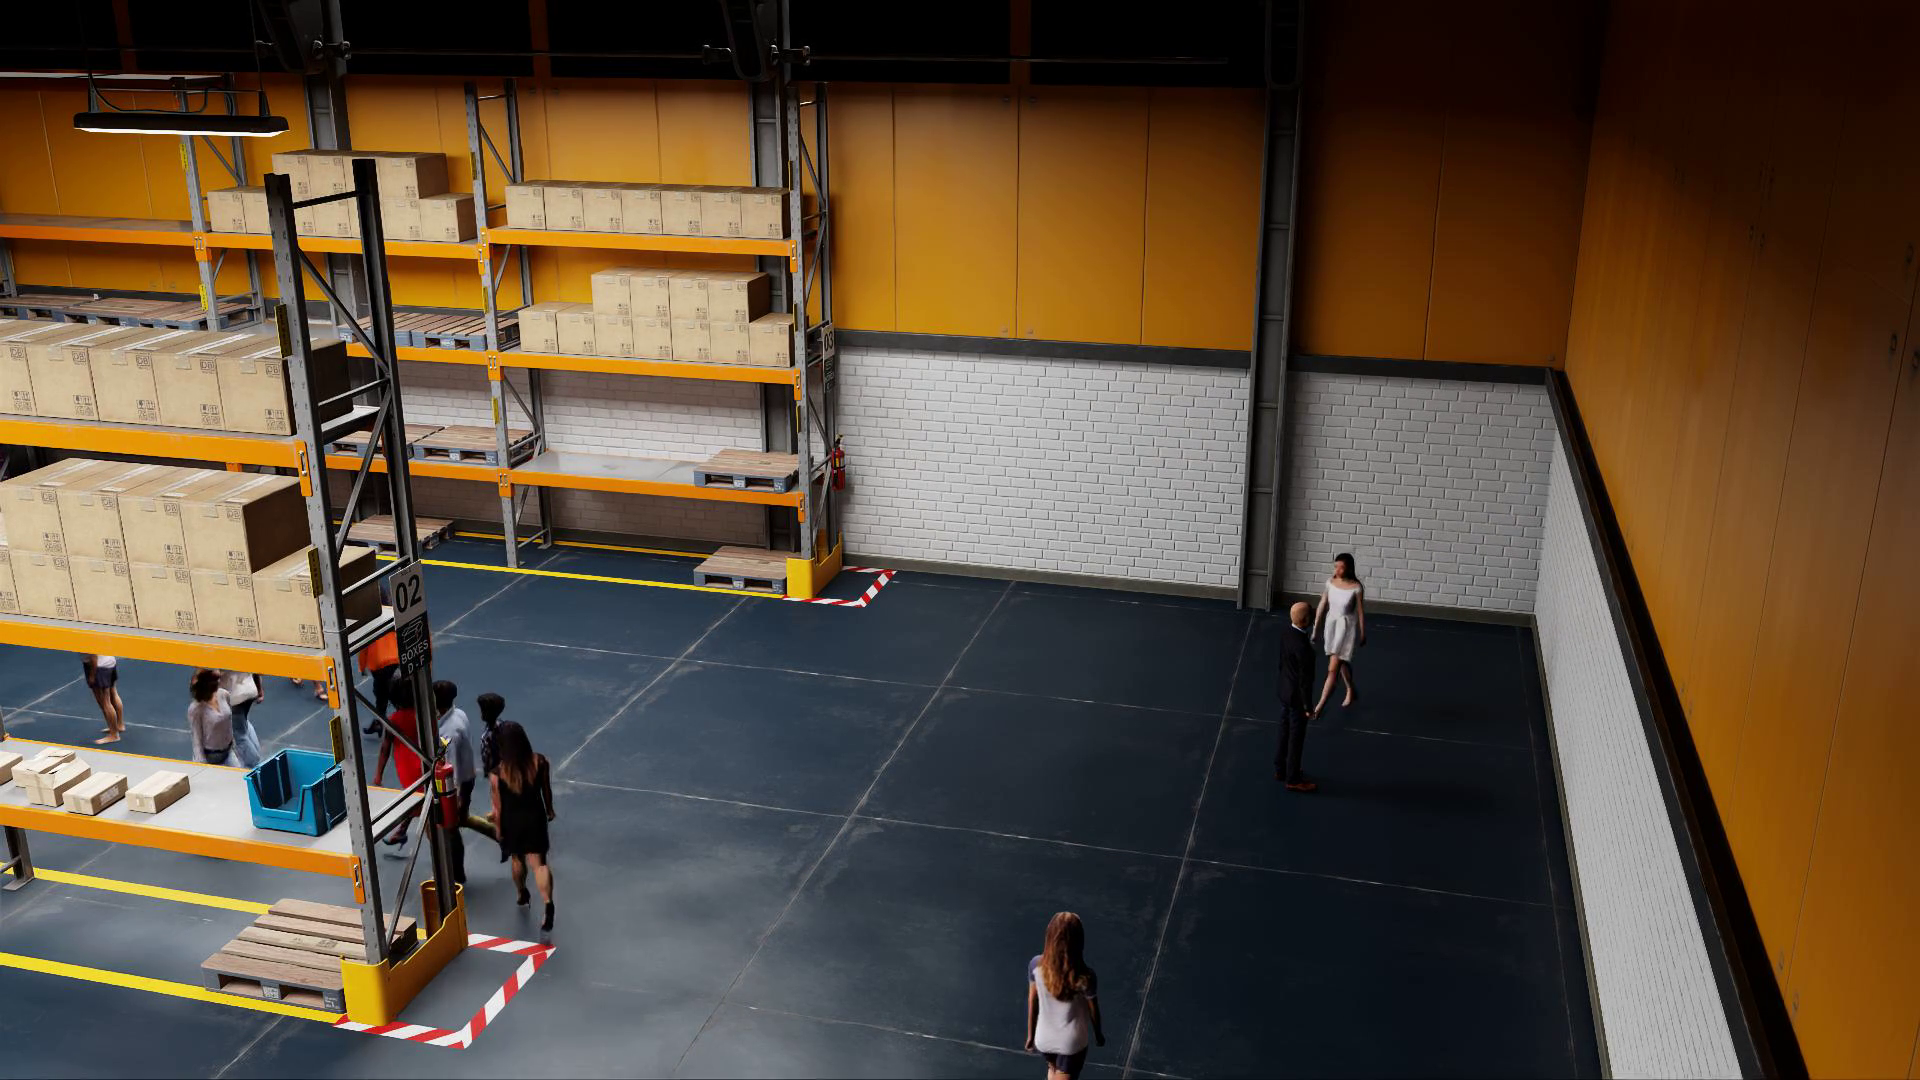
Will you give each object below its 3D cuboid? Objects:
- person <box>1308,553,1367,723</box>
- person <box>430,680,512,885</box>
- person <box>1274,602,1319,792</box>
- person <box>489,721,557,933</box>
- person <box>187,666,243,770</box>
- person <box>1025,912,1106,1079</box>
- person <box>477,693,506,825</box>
[{"bbox_3d":[3.879,0.960,16.746,1.217,1.723,1.073,17,25,41],"label":"person"},{"bbox_3d":[-4.028,1.983,13.600,1.089,1.792,0.923,-3,19,-10],"label":"person"},{"bbox_3d":[3.078,1.416,15.270,0.766,1.801,0.767,-5,19,-13],"label":"person"},{"bbox_3d":[-3.354,2.266,12.936,1.064,1.679,1.126,-10,21,-28],"label":"person"},{"bbox_3d":[-6.341,1.849,14.028,0.903,1.772,0.728,9,21,26],"label":"person"},{"bbox_3d":[0.587,3.153,10.270,0.921,1.698,0.809,11,22,30],"label":"person"},{"bbox_3d":[-4.065,1.928,14.613,0.580,1.249,0.560,-1,19,-4],"label":"person"}]
